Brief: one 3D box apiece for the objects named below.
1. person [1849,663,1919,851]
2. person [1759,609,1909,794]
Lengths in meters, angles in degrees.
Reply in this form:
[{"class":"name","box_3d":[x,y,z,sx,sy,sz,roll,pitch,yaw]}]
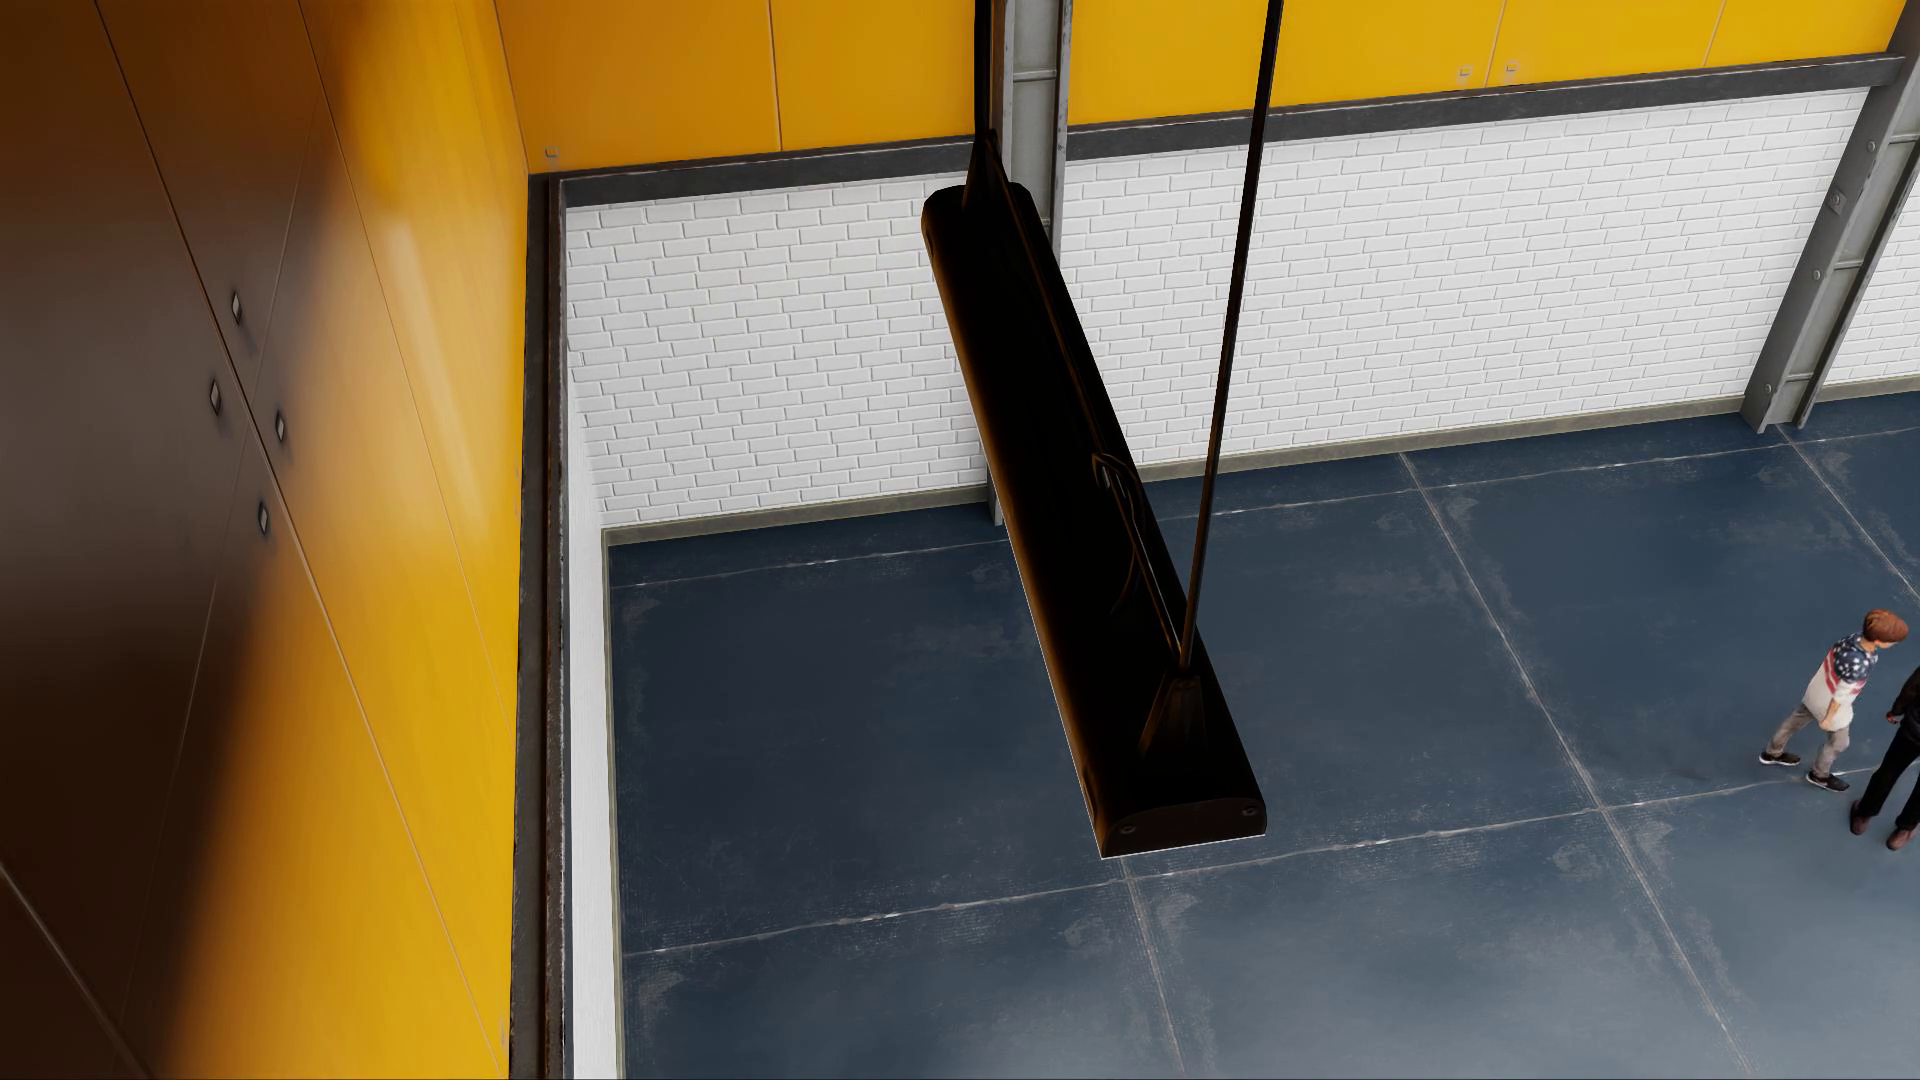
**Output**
[{"class":"person","box_3d":[5.584,1.092,9.501,0.765,1.836,0.821,26,50,25]},{"class":"person","box_3d":[5.168,0.921,9.980,0.810,1.423,0.684,6,44,7]}]
